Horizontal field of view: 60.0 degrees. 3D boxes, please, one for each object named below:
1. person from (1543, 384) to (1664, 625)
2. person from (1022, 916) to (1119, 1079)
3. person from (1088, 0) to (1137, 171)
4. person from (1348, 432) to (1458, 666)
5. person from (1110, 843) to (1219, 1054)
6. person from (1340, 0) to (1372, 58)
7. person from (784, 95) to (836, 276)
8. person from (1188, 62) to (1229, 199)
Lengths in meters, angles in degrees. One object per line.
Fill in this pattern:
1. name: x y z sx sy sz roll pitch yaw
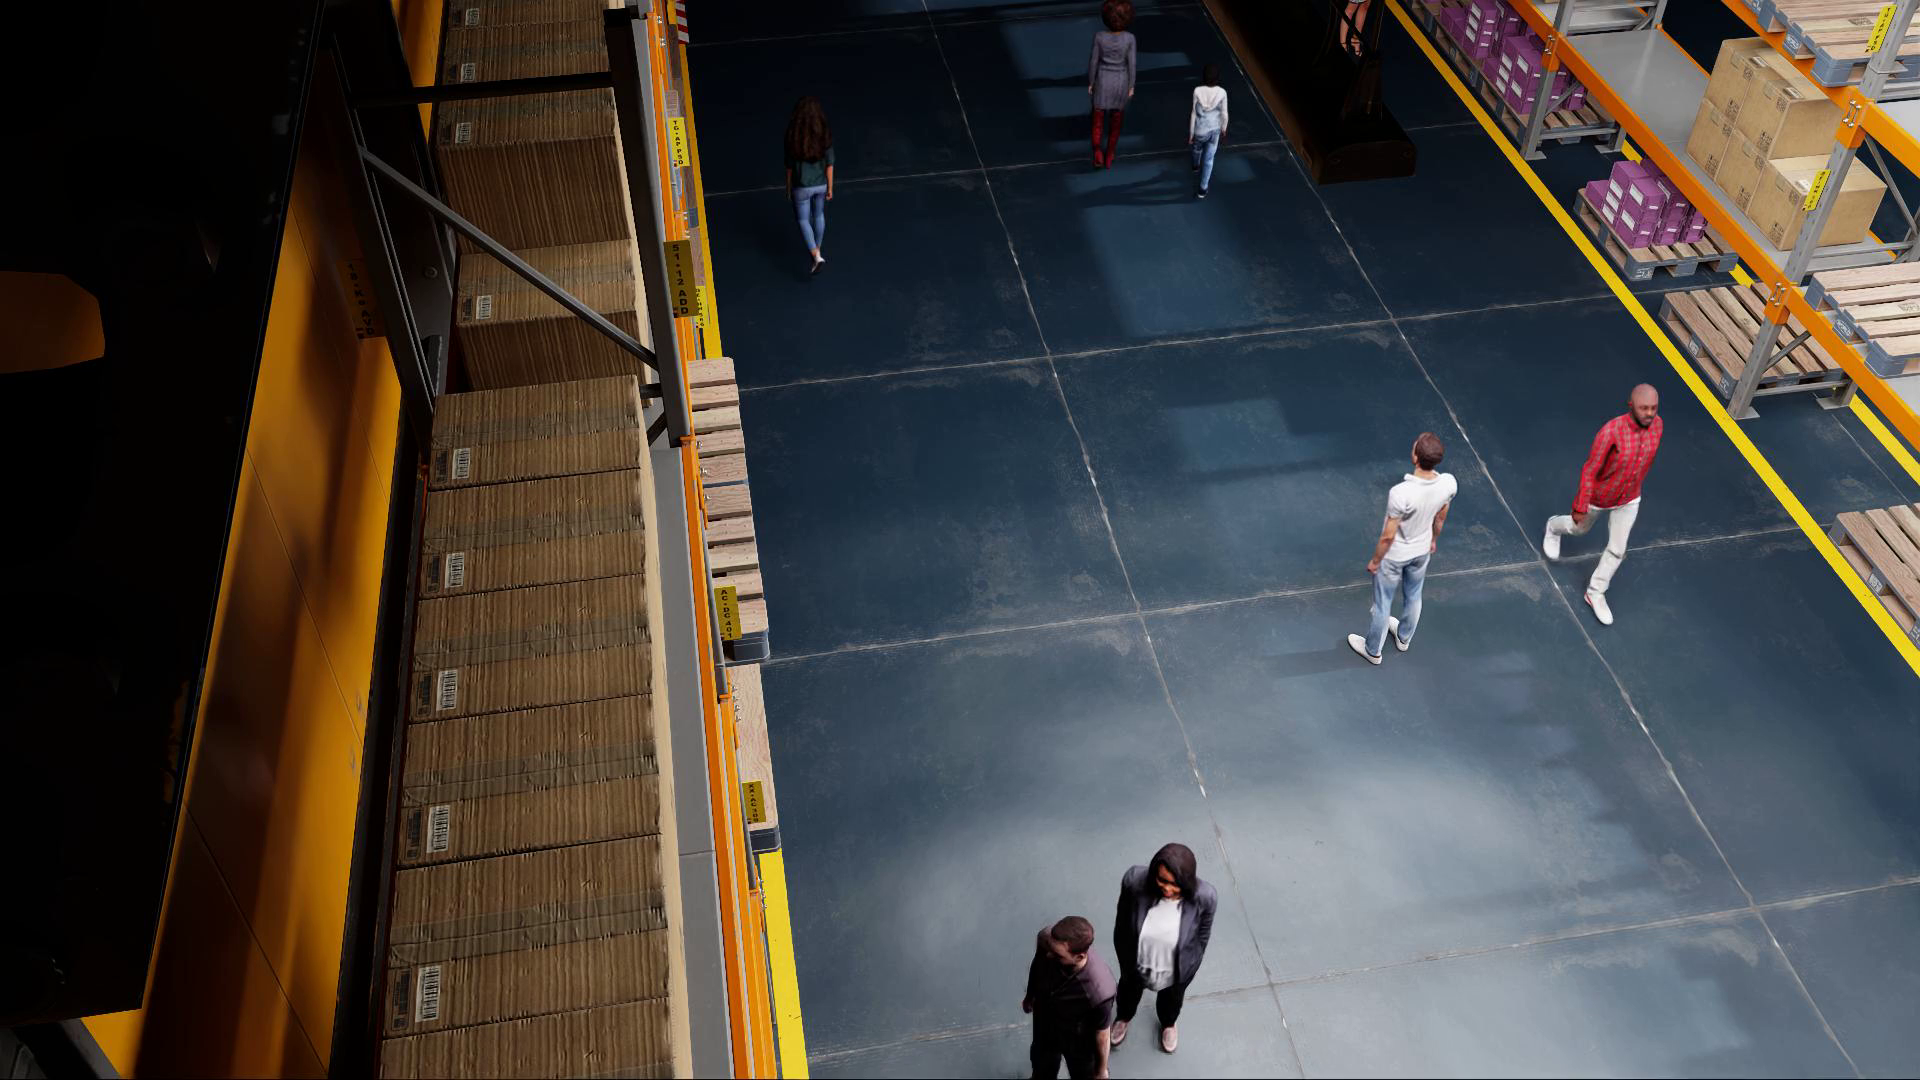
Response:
1. person: 4.373 -0.383 11.313 0.659 1.800 1.151 -6 44 -6
2. person: 0.566 2.414 8.346 0.896 1.843 0.730 -27 50 -25
3. person: 1.392 -4.135 15.326 0.736 1.697 0.896 6 44 6
4. person: 2.891 0.066 10.805 0.711 1.851 0.630 -17 46 -17
5. person: 1.058 2.158 8.793 0.762 1.597 0.775 7 44 8
6. person: 4.131 -5.774 16.955 0.682 1.822 0.679 -27 50 -25
7. person: -1.274 -2.992 14.196 0.642 1.600 0.925 -11 45 -11
8. person: 2.252 -3.728 15.238 0.670 1.228 0.923 5 44 5
